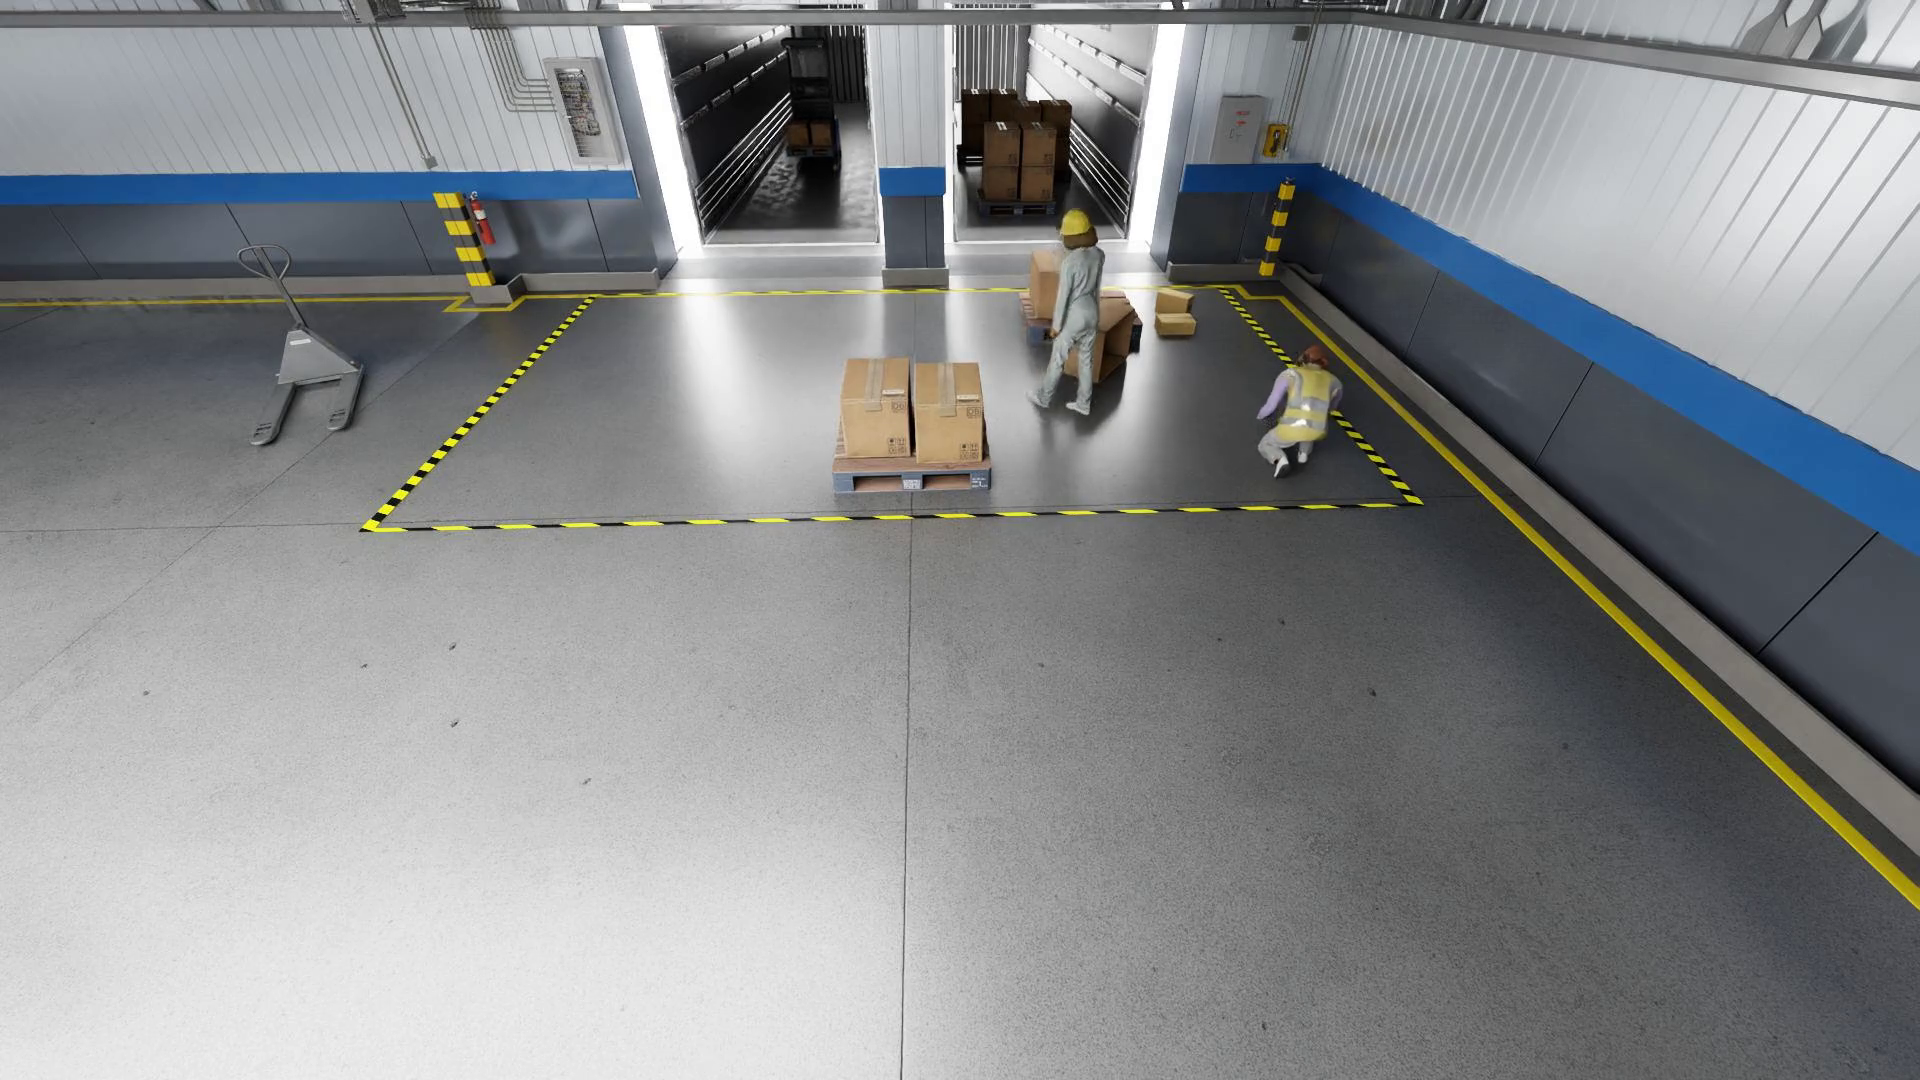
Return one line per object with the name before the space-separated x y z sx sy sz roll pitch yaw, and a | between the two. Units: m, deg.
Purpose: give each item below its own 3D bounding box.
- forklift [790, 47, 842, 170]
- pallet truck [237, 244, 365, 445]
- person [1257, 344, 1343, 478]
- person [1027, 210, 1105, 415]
forklift | -2.774 -8.408 14.135 0.716 2.013 0.776 -2 39 -2
pallet truck | -5.915 -1.733 6.366 0.680 1.201 1.601 -18 42 -21
person | 2.706 -0.995 5.790 0.572 0.874 0.878 9 39 11
person | 0.917 -1.884 6.184 0.492 1.715 0.581 -26 45 -29
